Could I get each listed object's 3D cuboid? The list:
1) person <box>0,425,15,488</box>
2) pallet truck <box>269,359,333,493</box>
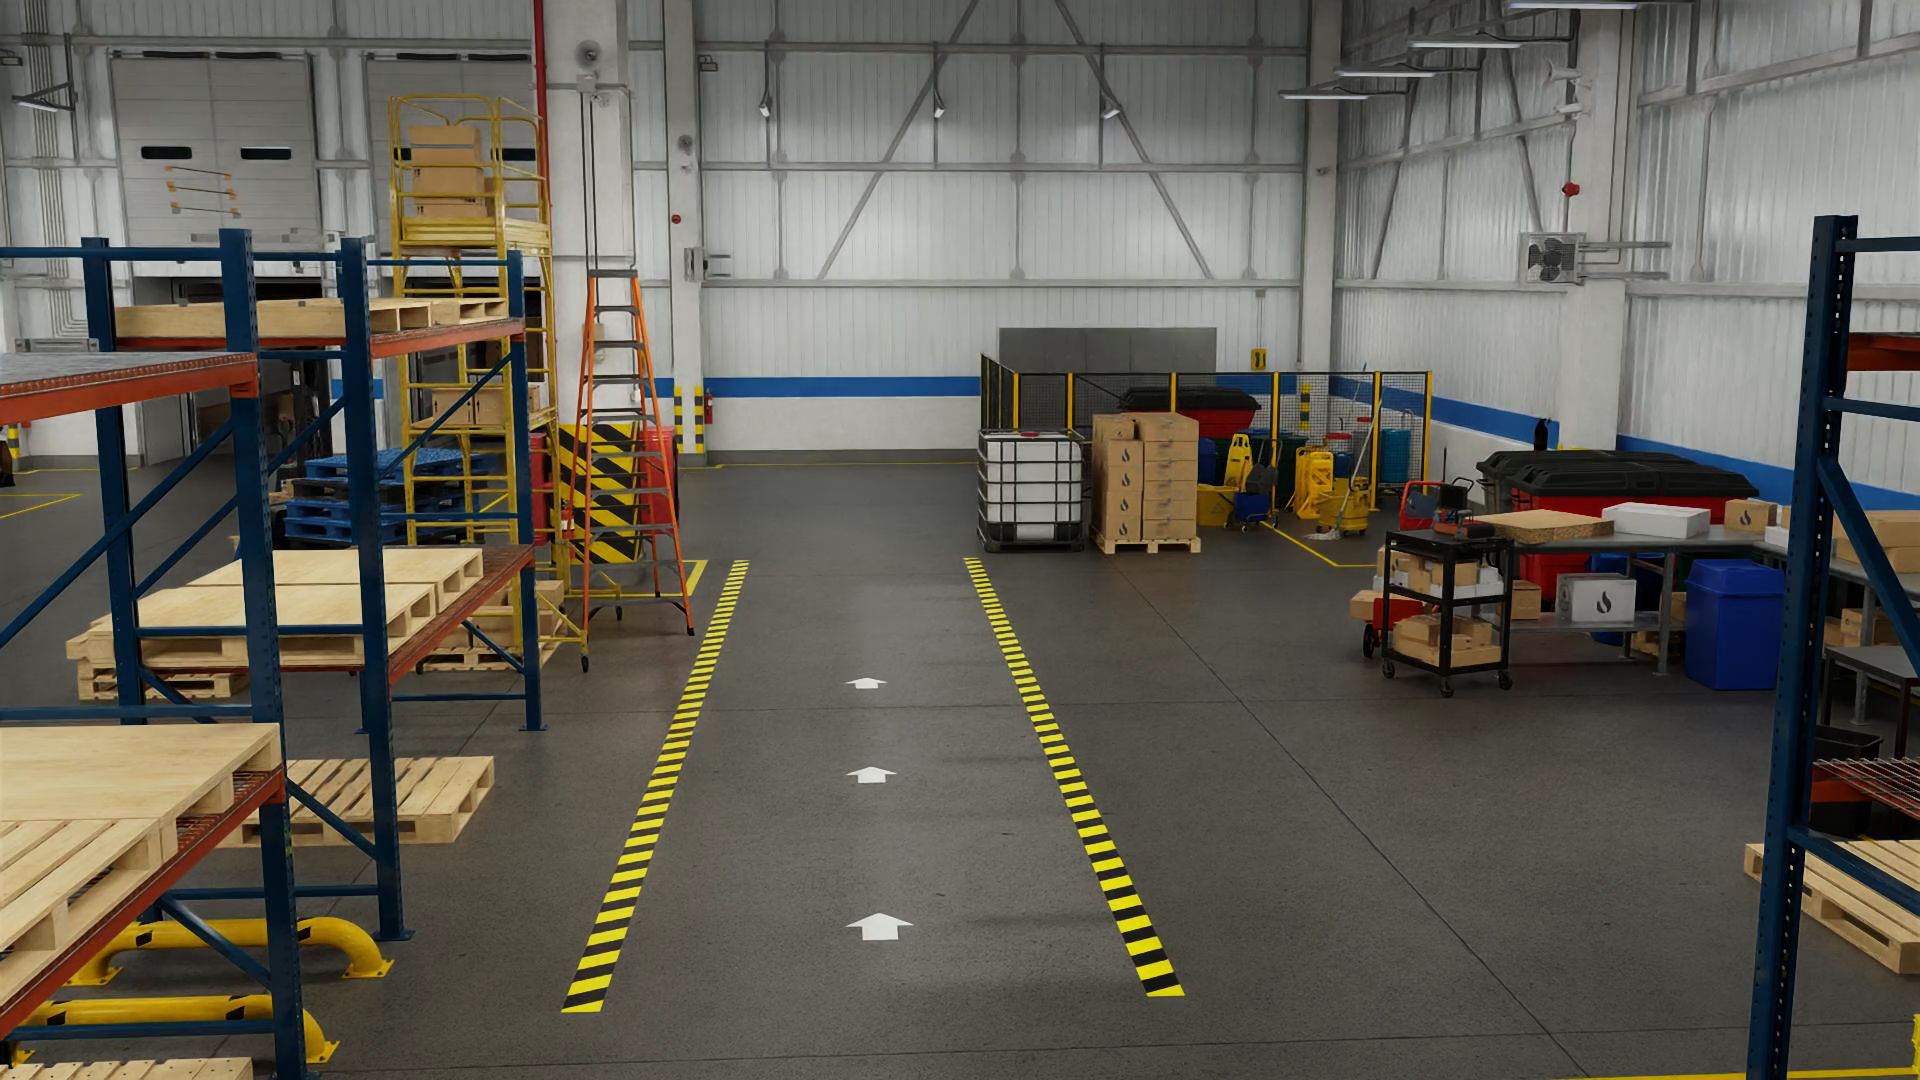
[{"bbox_3d":[-13.134,-1.671,22.609,0.389,1.930,0.544,-8,12,-42],"label":"person"},{"bbox_3d":[-7.062,-1.131,18.996,1.885,1.965,0.823,2,9,13],"label":"pallet truck"}]
